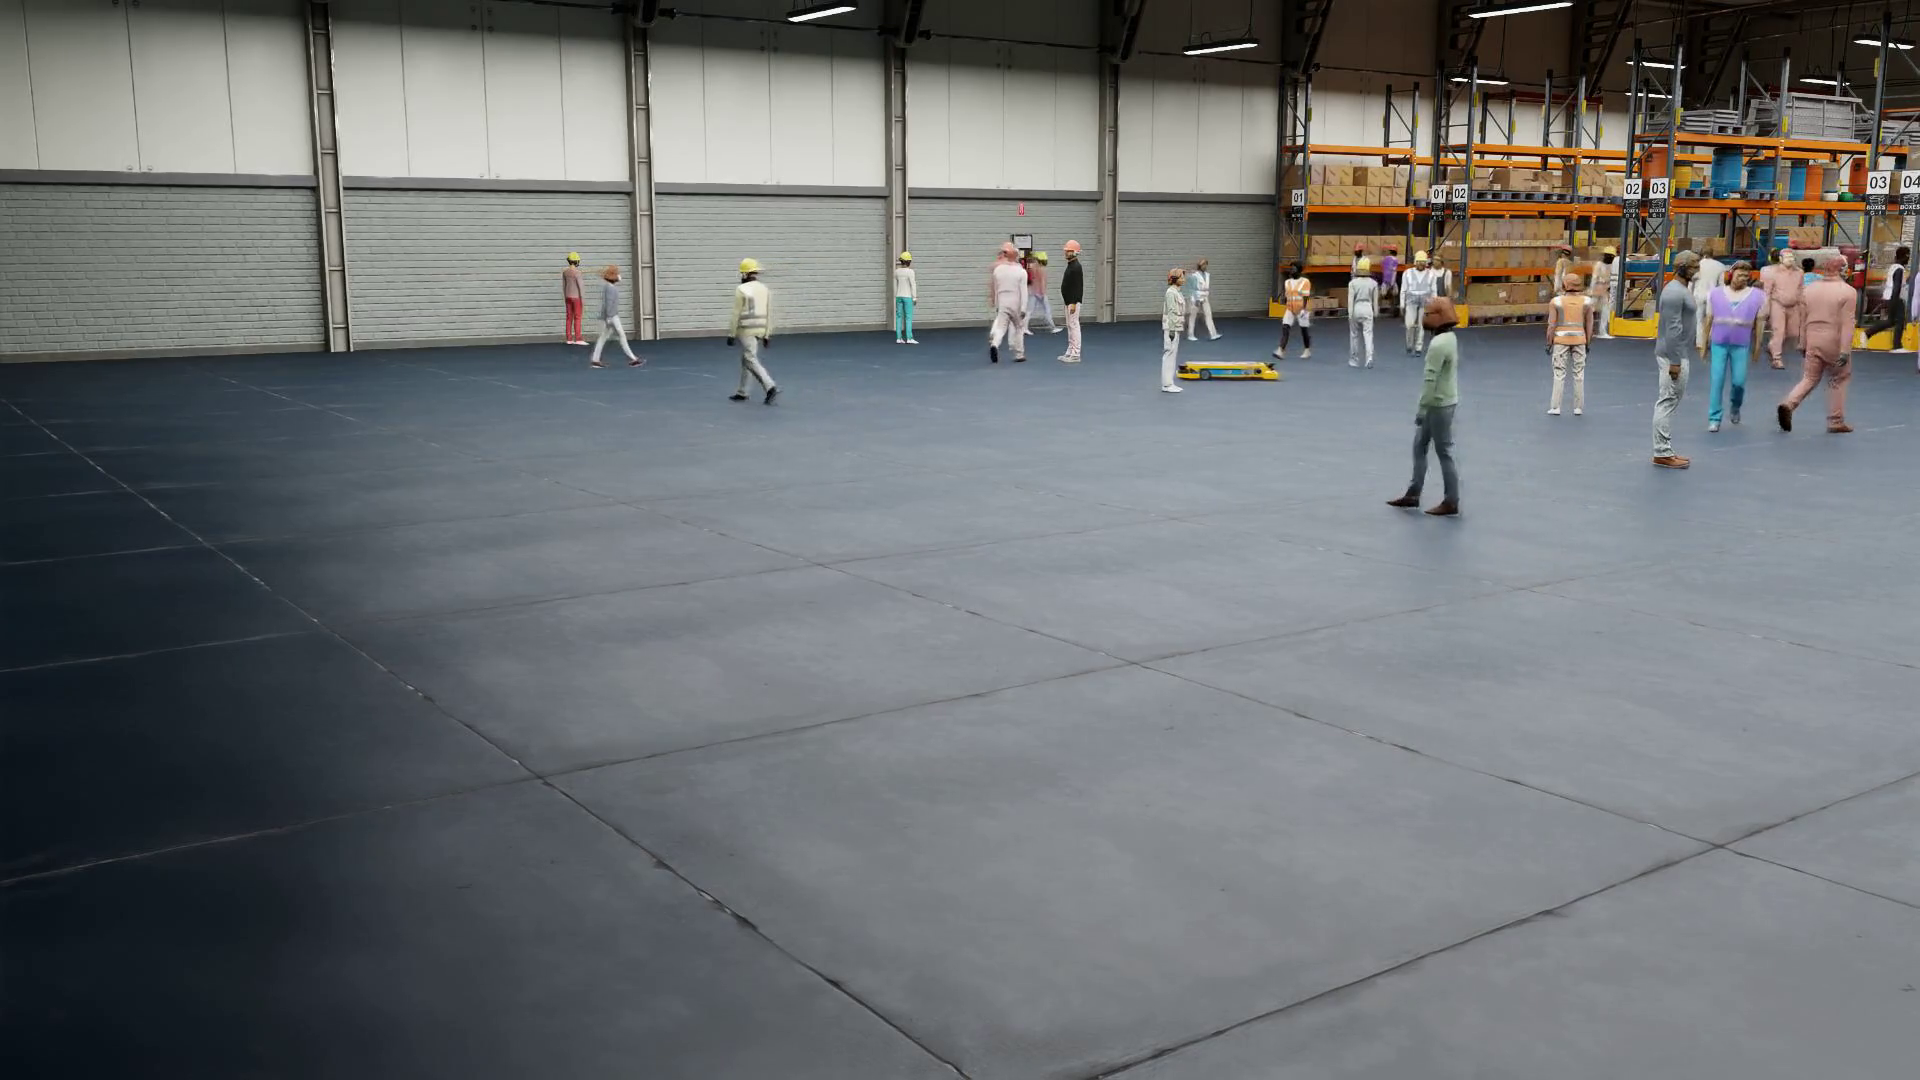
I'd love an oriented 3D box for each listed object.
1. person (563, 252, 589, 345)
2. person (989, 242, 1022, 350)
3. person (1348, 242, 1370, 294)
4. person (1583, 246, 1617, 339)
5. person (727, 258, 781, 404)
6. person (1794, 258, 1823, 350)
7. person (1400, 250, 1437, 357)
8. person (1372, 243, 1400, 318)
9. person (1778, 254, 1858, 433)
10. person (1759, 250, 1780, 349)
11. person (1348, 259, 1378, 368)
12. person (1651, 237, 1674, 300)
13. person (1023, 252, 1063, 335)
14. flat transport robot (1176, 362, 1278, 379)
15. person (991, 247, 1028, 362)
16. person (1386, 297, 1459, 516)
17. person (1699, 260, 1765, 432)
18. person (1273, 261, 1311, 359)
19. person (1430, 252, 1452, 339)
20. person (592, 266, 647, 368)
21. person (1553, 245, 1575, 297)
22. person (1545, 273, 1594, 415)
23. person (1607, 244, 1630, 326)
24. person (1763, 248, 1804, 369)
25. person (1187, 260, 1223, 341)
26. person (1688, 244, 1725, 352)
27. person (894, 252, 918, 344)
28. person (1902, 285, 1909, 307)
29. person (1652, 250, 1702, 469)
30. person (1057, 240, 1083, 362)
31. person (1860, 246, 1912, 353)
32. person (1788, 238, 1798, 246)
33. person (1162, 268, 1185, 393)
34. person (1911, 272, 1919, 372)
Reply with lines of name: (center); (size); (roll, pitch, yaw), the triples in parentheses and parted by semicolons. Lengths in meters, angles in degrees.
person: (-7.335, -4.590, 31.678); (0.532, 1.768, 0.311); (7, 13, 35)
person: (0.825, -4.424, 30.202); (0.622, 1.971, 0.693); (5, 11, 25)
person: (9.656, -6.239, 40.300); (0.413, 1.923, 0.560); (-8, 13, -37)
person: (12.890, -5.031, 33.800); (0.638, 1.882, 0.821); (-9, 13, -39)
person: (-2.551, -2.573, 20.540); (0.845, 1.805, 0.594); (6, 12, 29)
person: (15.362, -4.278, 30.191); (0.547, 1.676, 0.379); (1, 10, 8)
person: (7.884, -4.054, 28.580); (0.619, 1.819, 0.497); (2, 10, 10)
person: (10.790, -6.543, 42.024); (0.864, 1.906, 0.547); (-6, 12, -31)
person: (9.042, -2.044, 17.435); (0.795, 1.883, 0.646); (-5, 11, -24)
person: (14.858, -4.379, 30.406); (0.528, 1.816, 0.988); (4, 11, 23)
person: (6.378, -3.579, 26.284); (0.496, 1.712, 0.851); (0, 10, -1)
person: (15.488, -5.629, 36.608); (0.609, 2.044, 0.397); (-4, 11, -21)
person: (1.703, -5.186, 35.059); (0.924, 1.719, 0.524); (-6, 12, -29)
flat transport robot: (3.869, -2.471, 24.157); (1.431, 0.197, 0.652); (1, 10, 5)
person: (0.817, -3.832, 27.183); (0.645, 1.885, 0.797); (5, 12, 27)
person: (3.424, -0.984, 12.301); (0.669, 1.608, 0.523); (5, 11, 24)
person: (8.173, -2.057, 17.647); (0.593, 1.820, 0.508); (5, 11, 25)
person: (5.643, -3.864, 27.999); (0.533, 1.644, 0.875); (9, 14, 42)
person: (8.399, -4.179, 29.372); (0.506, 1.790, 1.011); (5, 12, 27)
person: (-5.414, -3.499, 26.155); (0.872, 1.581, 0.519); (-3, 11, -14)
person: (12.720, -5.265, 35.091); (0.656, 1.882, 0.372); (-9, 14, -41)
person: (7.027, -2.250, 19.193); (0.514, 1.640, 0.310); (1, 10, 6)
person: (15.199, -5.872, 38.379); (0.342, 1.882, 0.587); (-7, 13, -35)
person: (12.869, -3.621, 26.033); (0.655, 1.884, 0.535); (-1, 10, -8)
person: (4.802, -4.711, 32.775); (0.546, 1.593, 0.830); (-9, 14, -40)
person: (13.372, -4.342, 29.915); (0.641, 1.918, 0.438); (-1, 10, -4)
person: (-1.048, -4.657, 32.043); (0.523, 1.769, 0.314); (8, 13, 37)
person: (19.205, -5.014, 33.813); (0.965, 1.840, 0.587); (-8, 13, -39)
person: (6.411, -1.613, 14.882); (0.372, 1.940, 0.632); (5, 12, 26)
person: (1.842, -3.940, 27.476); (0.376, 1.997, 0.612); (-2, 10, -9)
person: (16.573, -4.275, 29.614); (0.751, 1.894, 0.617); (4, 11, 20)
person: (20.271, -6.367, 40.711); (0.617, 2.022, 0.609); (-8, 13, -38)
person: (2.840, -2.781, 22.105); (0.311, 1.638, 0.522); (3, 11, 15)
person: (14.625, -3.409, 24.926); (0.663, 1.877, 0.813); (8, 13, 36)
